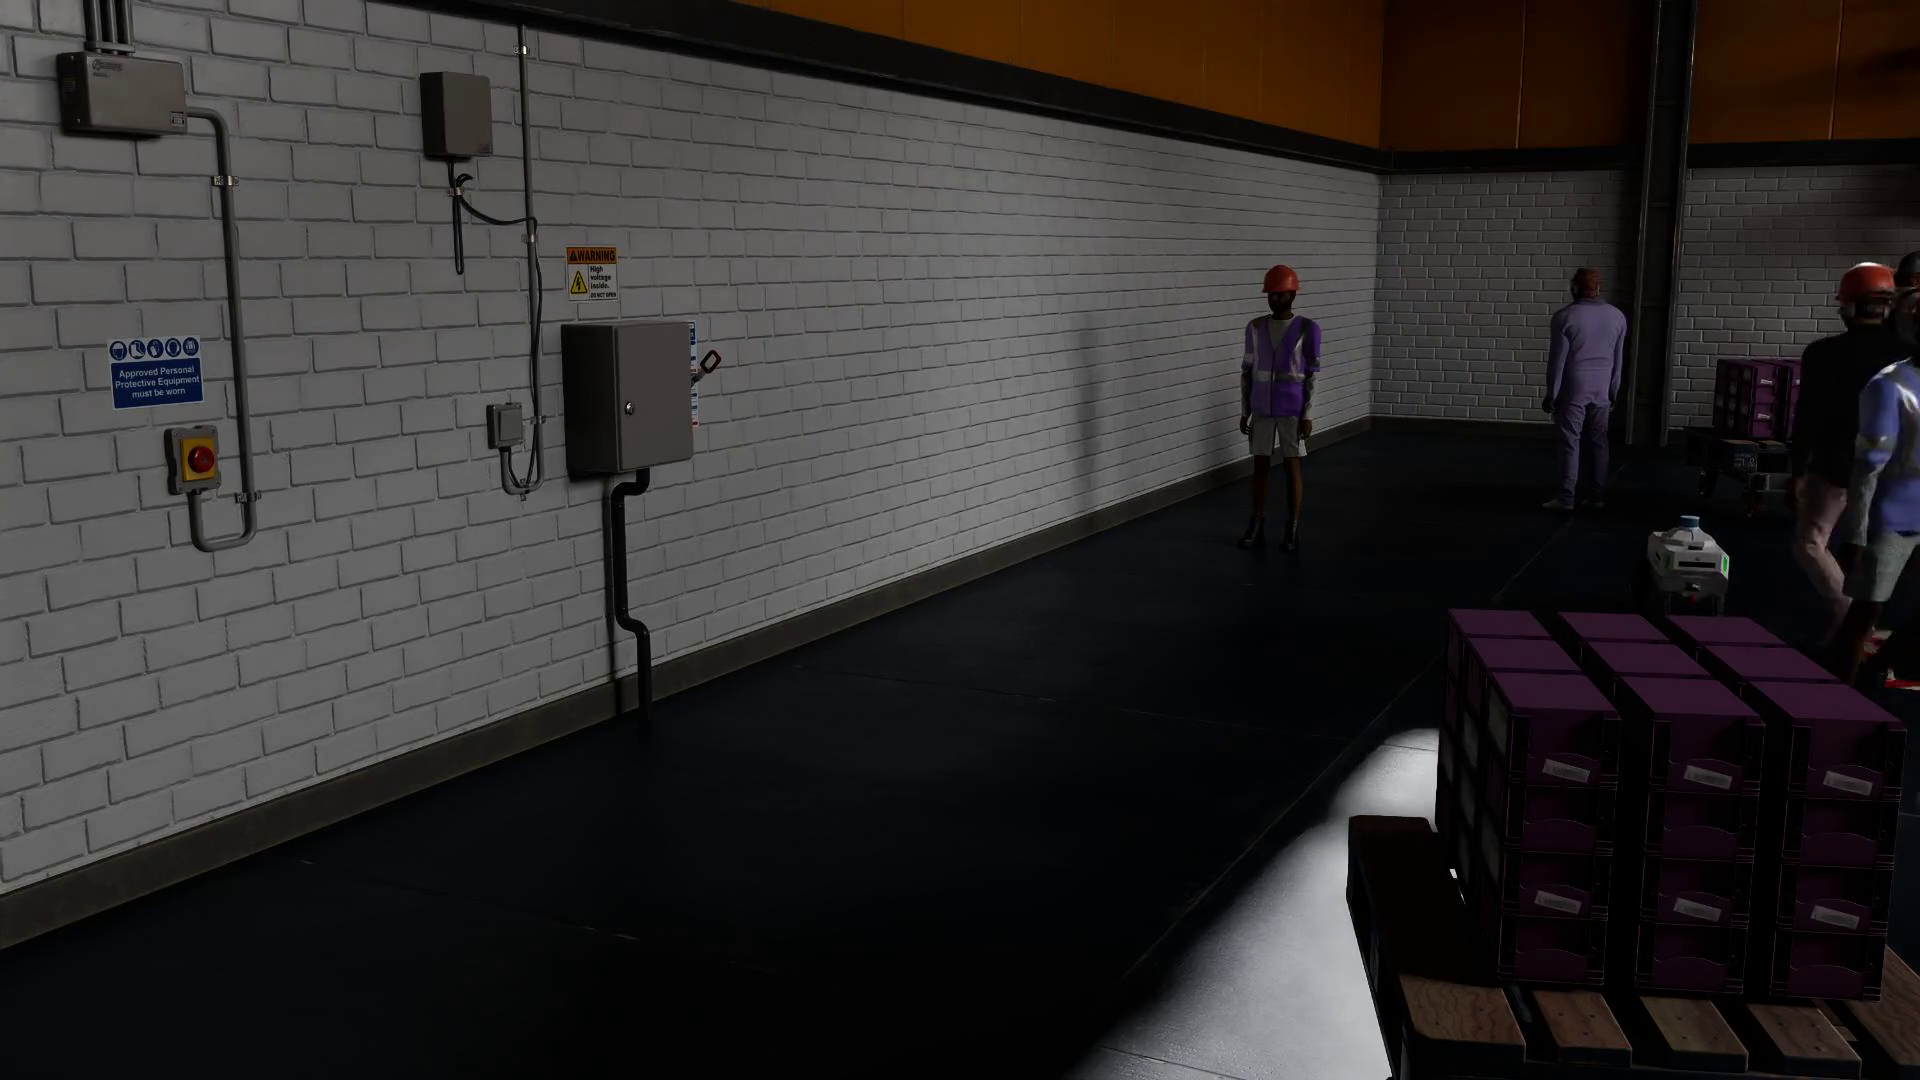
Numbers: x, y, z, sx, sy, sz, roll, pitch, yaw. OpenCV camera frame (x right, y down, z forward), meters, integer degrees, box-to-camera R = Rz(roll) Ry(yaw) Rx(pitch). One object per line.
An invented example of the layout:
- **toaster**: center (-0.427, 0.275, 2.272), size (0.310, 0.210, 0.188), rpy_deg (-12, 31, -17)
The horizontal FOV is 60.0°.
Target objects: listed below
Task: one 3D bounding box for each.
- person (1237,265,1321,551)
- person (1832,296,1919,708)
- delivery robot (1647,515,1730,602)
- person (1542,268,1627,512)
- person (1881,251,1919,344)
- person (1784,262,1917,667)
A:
- **person**: center (2.166, -0.894, 11.350), size (0.545, 1.938, 0.356), rpy_deg (5, 11, 28)
- **person**: center (3.773, -0.069, 6.631), size (0.665, 1.915, 0.444), rpy_deg (-4, 11, -24)
- **delivery robot**: center (4.053, 0.107, 9.273), size (0.477, 0.478, 0.707), rpy_deg (3, 10, 15)
- **person**: center (4.858, -1.171, 13.045), size (0.644, 1.907, 0.399), rpy_deg (-2, 10, -13)
- **person**: center (8.461, -1.547, 14.831), size (0.537, 2.000, 0.679), rpy_deg (-3, 10, -14)
- **person**: center (4.288, -0.331, 7.968), size (0.635, 1.975, 0.530), rpy_deg (0, 10, -2)
